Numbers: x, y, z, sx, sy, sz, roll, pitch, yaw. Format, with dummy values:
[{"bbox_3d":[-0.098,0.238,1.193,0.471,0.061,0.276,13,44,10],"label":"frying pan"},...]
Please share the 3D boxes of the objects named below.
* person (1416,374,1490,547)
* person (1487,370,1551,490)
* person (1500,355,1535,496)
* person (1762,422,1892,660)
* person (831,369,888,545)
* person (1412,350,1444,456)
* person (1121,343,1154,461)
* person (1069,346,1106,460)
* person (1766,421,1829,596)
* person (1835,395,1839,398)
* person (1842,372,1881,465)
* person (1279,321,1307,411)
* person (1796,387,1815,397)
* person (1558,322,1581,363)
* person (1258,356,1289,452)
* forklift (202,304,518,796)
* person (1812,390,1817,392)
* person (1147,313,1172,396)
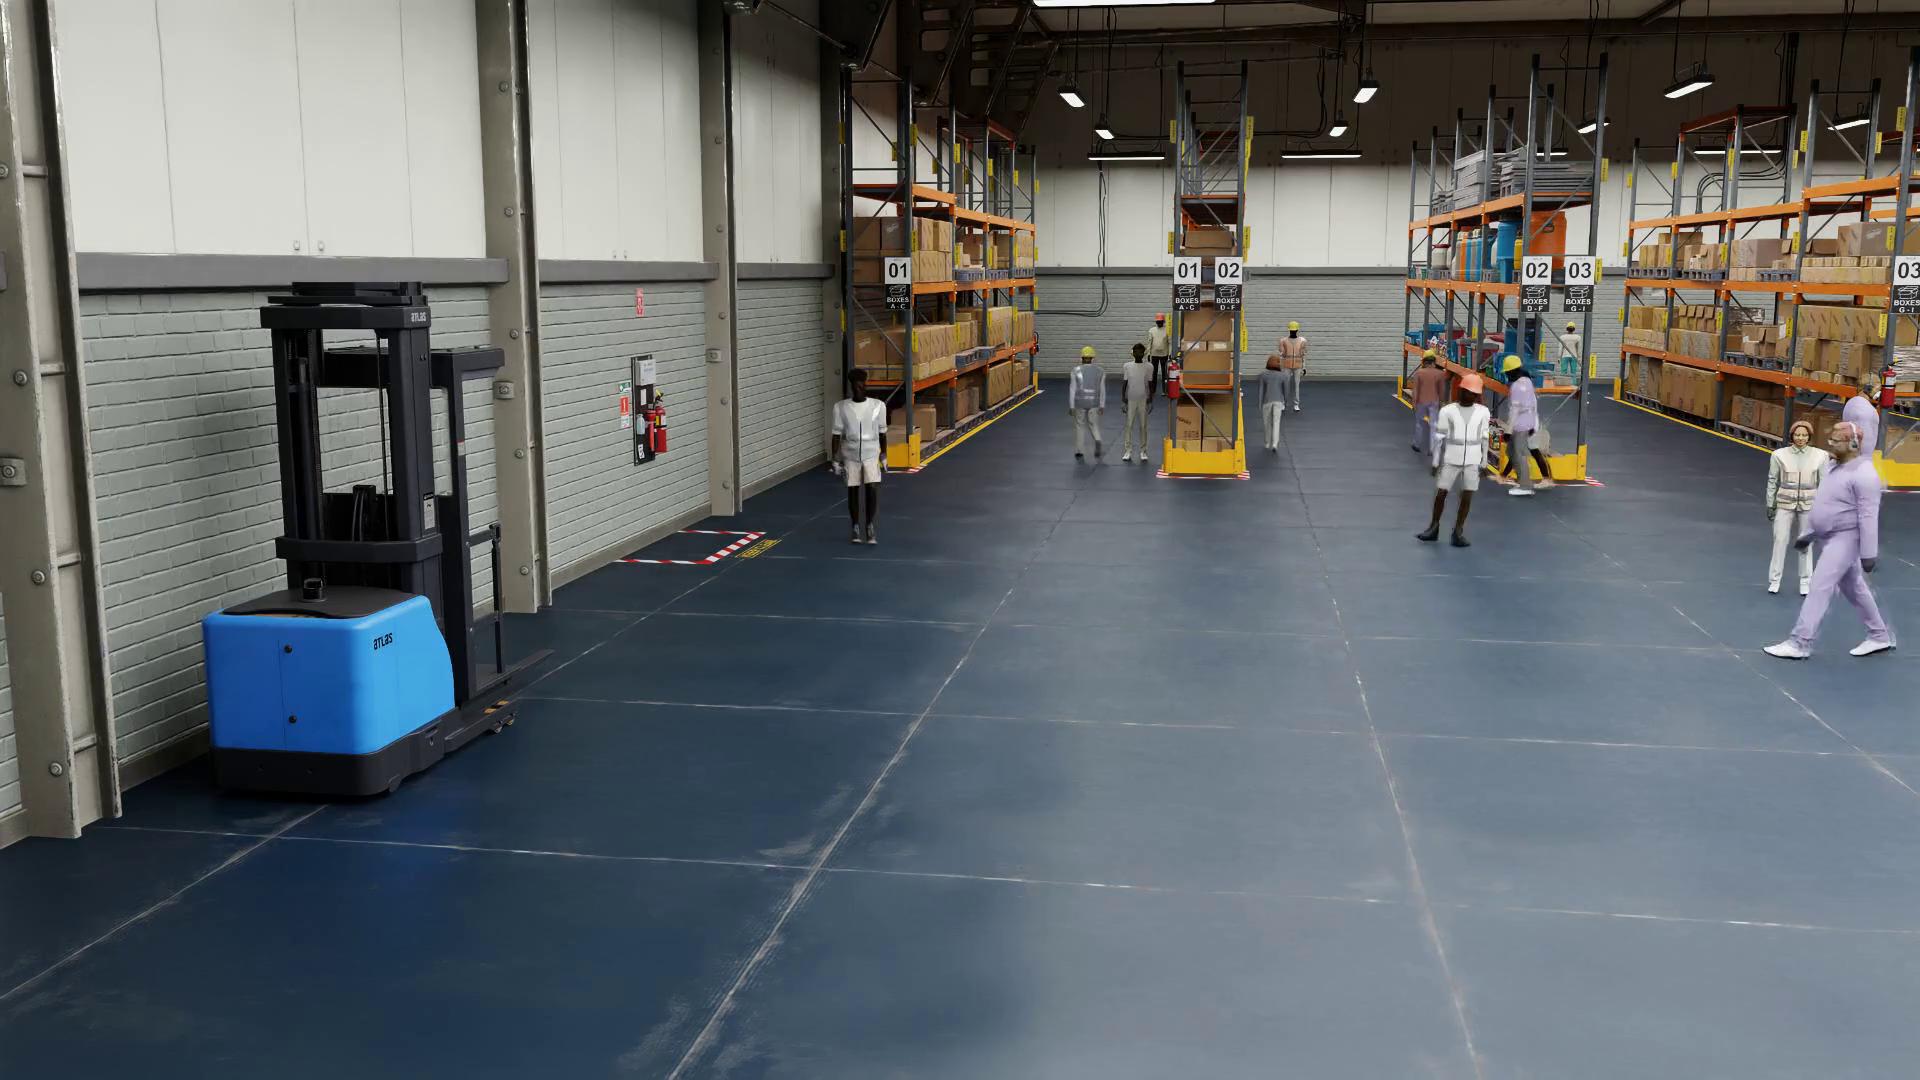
[{"bbox_3d":[5.427,-0.872,18.226,0.704,1.901,0.523,1,9,8],"label":"person"},{"bbox_3d":[7.757,-1.514,22.917,0.908,1.633,0.545,5,10,27],"label":"person"},{"bbox_3d":[7.464,-1.521,22.225,0.507,1.880,0.676,6,11,32],"label":"person"},{"bbox_3d":[6.835,0.008,12.911,1.014,1.858,0.643,1,9,8],"label":"person"},{"bbox_3d":[-1.100,-0.902,18.232,0.620,1.934,0.806,0,9,-3],"label":"person"},{"bbox_3d":[7.670,-2.259,27.283,0.549,1.711,0.922,0,9,2],"label":"person"},{"bbox_3d":[2.825,-2.208,26.504,0.512,1.874,0.328,1,9,7],"label":"person"},{"bbox_3d":[2.035,-2.172,26.479,0.595,1.810,0.612,-3,10,-15],"label":"person"},{"bbox_3d":[7.778,-0.299,15.479,0.508,1.628,0.322,4,10,22],"label":"person"},{"bbox_3d":[20.887,-4.195,38.768,0.772,1.879,0.661,3,10,16],"label":"person"},{"bbox_3d":[9.610,-0.825,17.779,0.373,1.936,0.629,2,9,11],"label":"person"},{"bbox_3d":[7.143,-3.731,35.732,0.594,1.922,0.379,1,9,7],"label":"person"},{"bbox_3d":[20.269,-4.350,39.661,0.429,1.909,0.647,-5,11,-31],"label":"person"},{"bbox_3d":[14.883,-4.447,40.637,0.532,1.767,0.328,2,9,10],"label":"person"},{"bbox_3d":[5.260,-2.300,27.932,0.516,1.591,0.855,1,9,7],"label":"person"},{"bbox_3d":[-3.673,-0.038,10.147,1.129,2.768,1.873,1,9,9],"label":"forklift"},{"bbox_3d":[21.344,-4.487,41.294,0.500,1.633,0.285,-2,9,-12],"label":"person"},{"bbox_3d":[4.827,-4.492,40.213,0.625,1.990,0.395,4,10,22],"label":"person"}]
